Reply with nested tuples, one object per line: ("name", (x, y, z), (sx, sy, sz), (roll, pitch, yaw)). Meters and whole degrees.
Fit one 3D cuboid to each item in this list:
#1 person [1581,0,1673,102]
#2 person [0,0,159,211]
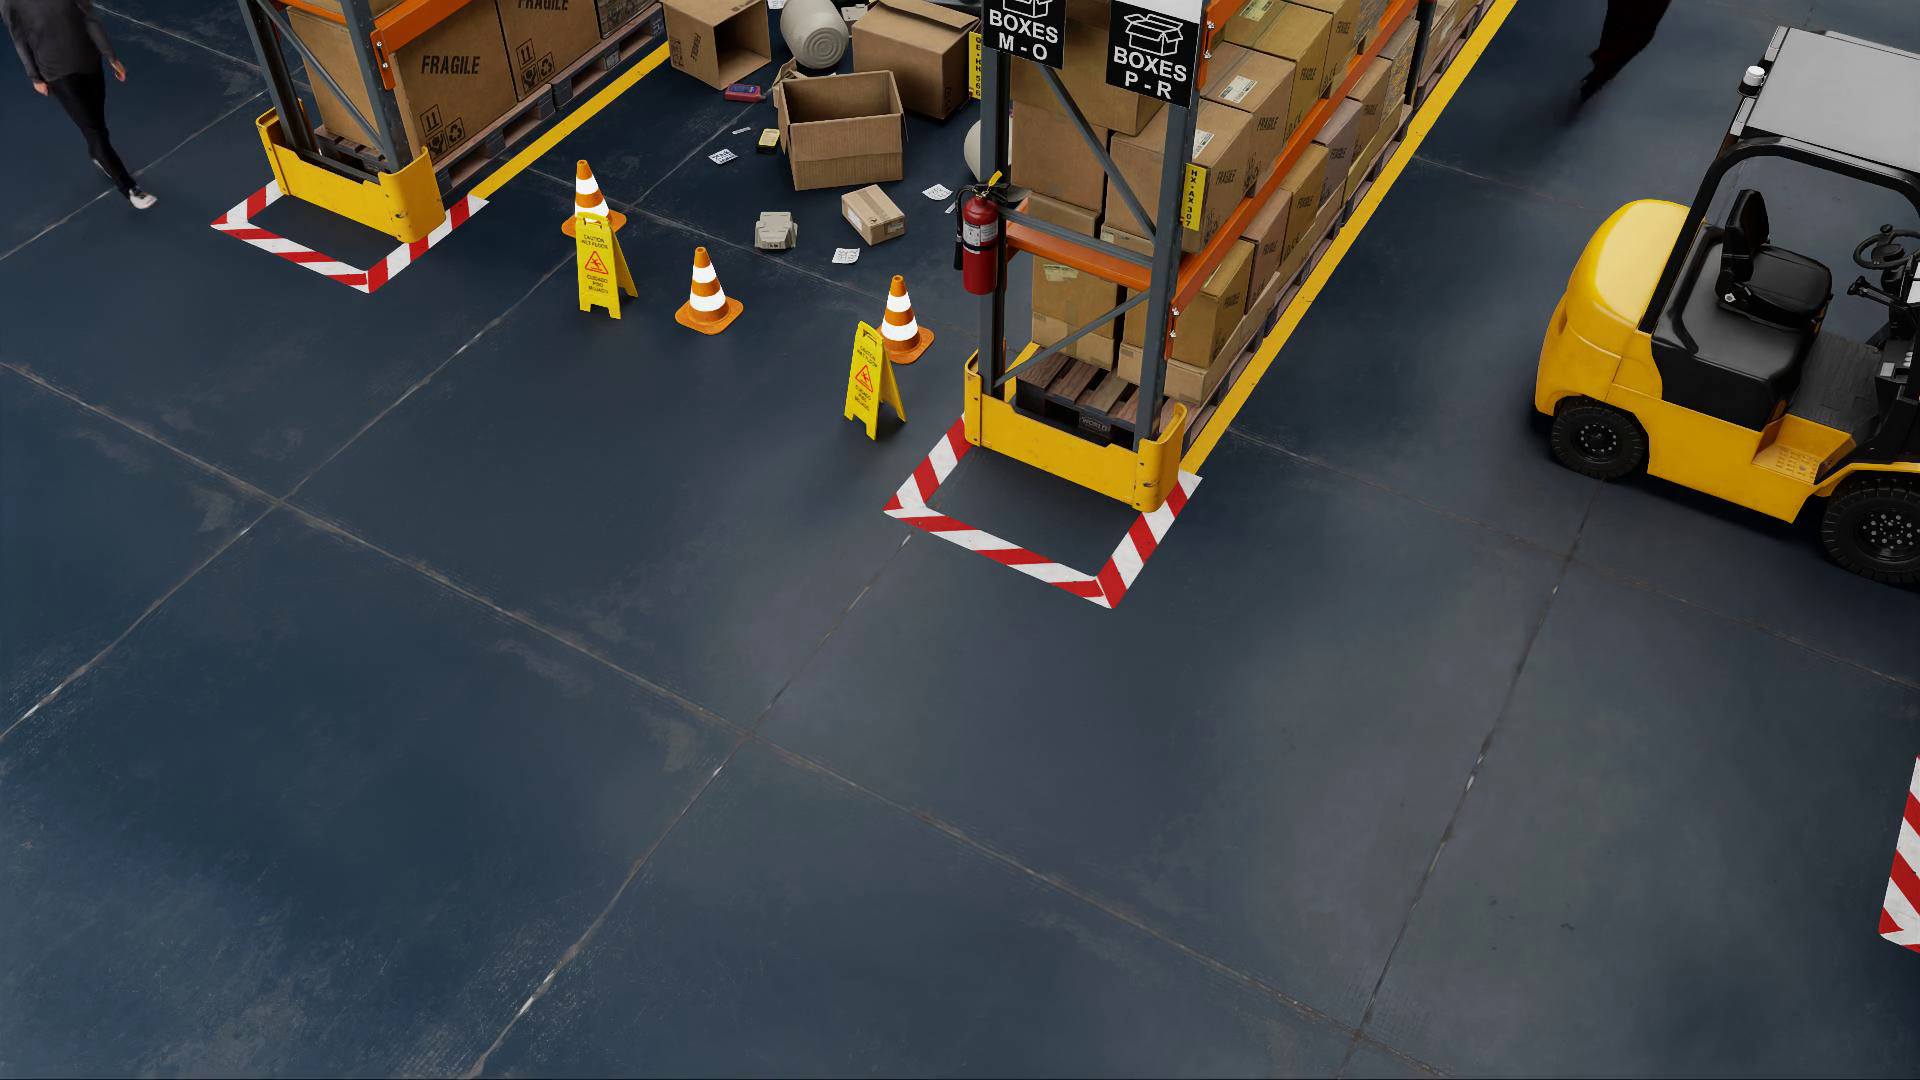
("person", (4.337, -3.604, 10.718), (1.037, 1.740, 0.843), (-34, 56, -27))
("person", (-5.407, -2.877, 10.061), (0.773, 1.717, 1.068), (29, 53, 24))
